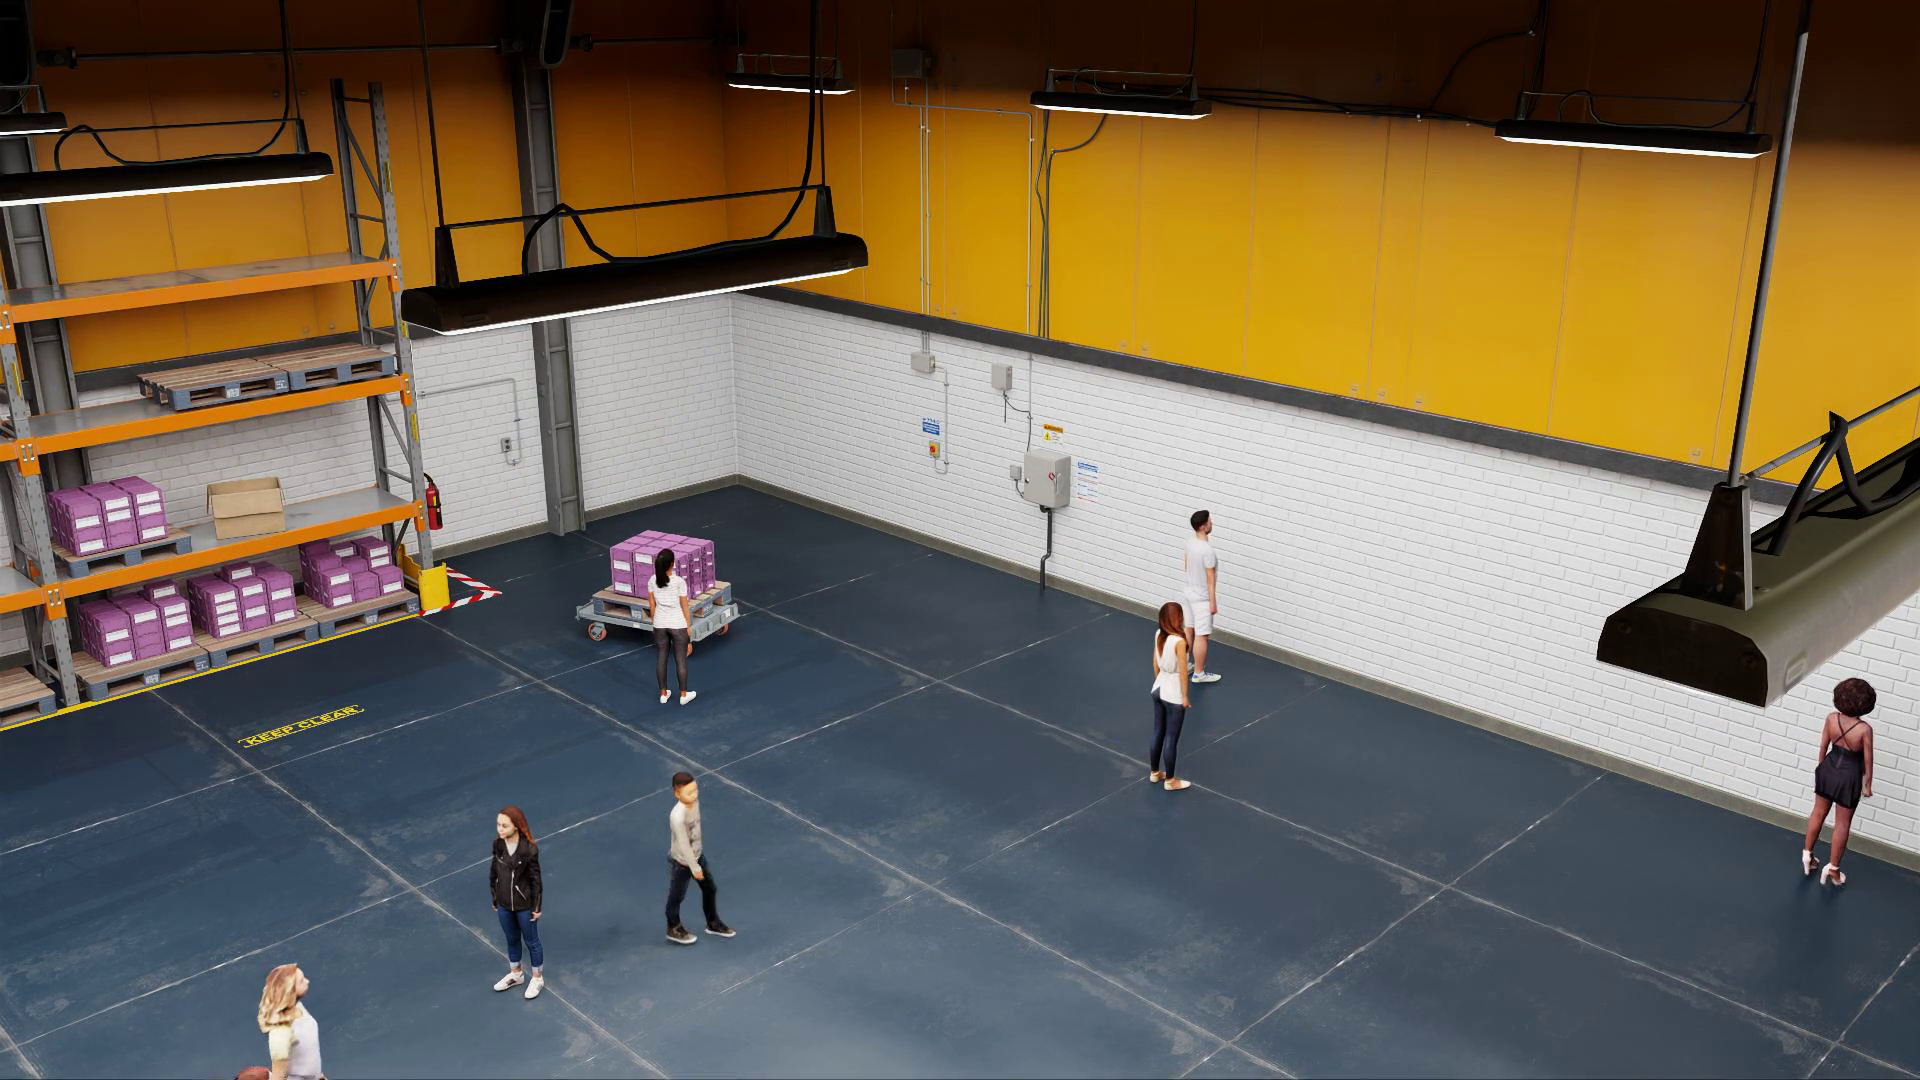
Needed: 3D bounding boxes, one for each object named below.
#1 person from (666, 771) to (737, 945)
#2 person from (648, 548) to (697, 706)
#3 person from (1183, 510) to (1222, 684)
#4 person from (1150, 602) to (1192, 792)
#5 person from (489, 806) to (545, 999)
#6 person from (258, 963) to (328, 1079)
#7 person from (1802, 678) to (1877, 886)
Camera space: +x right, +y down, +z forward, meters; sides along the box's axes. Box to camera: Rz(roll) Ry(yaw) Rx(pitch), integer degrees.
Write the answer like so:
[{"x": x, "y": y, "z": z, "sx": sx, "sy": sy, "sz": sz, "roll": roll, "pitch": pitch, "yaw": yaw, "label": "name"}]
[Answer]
[{"x": -2.143, "y": 2.412, "z": 12.605, "sx": 0.792, "sy": 1.444, "sz": 0.783, "roll": 6, "pitch": 19, "yaw": 17, "label": "person"}, {"x": -2.937, "y": 0.869, "z": 16.870, "sx": 0.660, "sy": 1.646, "sz": 0.690, "roll": 4, "pitch": 19, "yaw": 11, "label": "person"}, {"x": 2.502, "y": 0.575, "z": 17.414, "sx": 0.723, "sy": 1.856, "sz": 0.760, "roll": -7, "pitch": 20, "yaw": -21, "label": "person"}, {"x": 1.888, "y": 1.403, "z": 15.068, "sx": 0.610, "sy": 1.784, "sz": 0.649, "roll": -10, "pitch": 21, "yaw": -28, "label": "person"}, {"x": -3.196, "y": 2.591, "z": 12.013, "sx": 0.638, "sy": 1.483, "sz": 0.636, "roll": 7, "pitch": 20, "yaw": 20, "label": "person"}, {"x": -3.964, "y": 3.272, "z": 9.691, "sx": 1.198, "sy": 1.674, "sz": 0.943, "roll": -6, "pitch": 20, "yaw": -18, "label": "person"}, {"x": 7.095, "y": 1.953, "z": 13.428, "sx": 0.599, "sy": 1.790, "sz": 0.616, "roll": -10, "pitch": 21, "yaw": -28, "label": "person"}]
